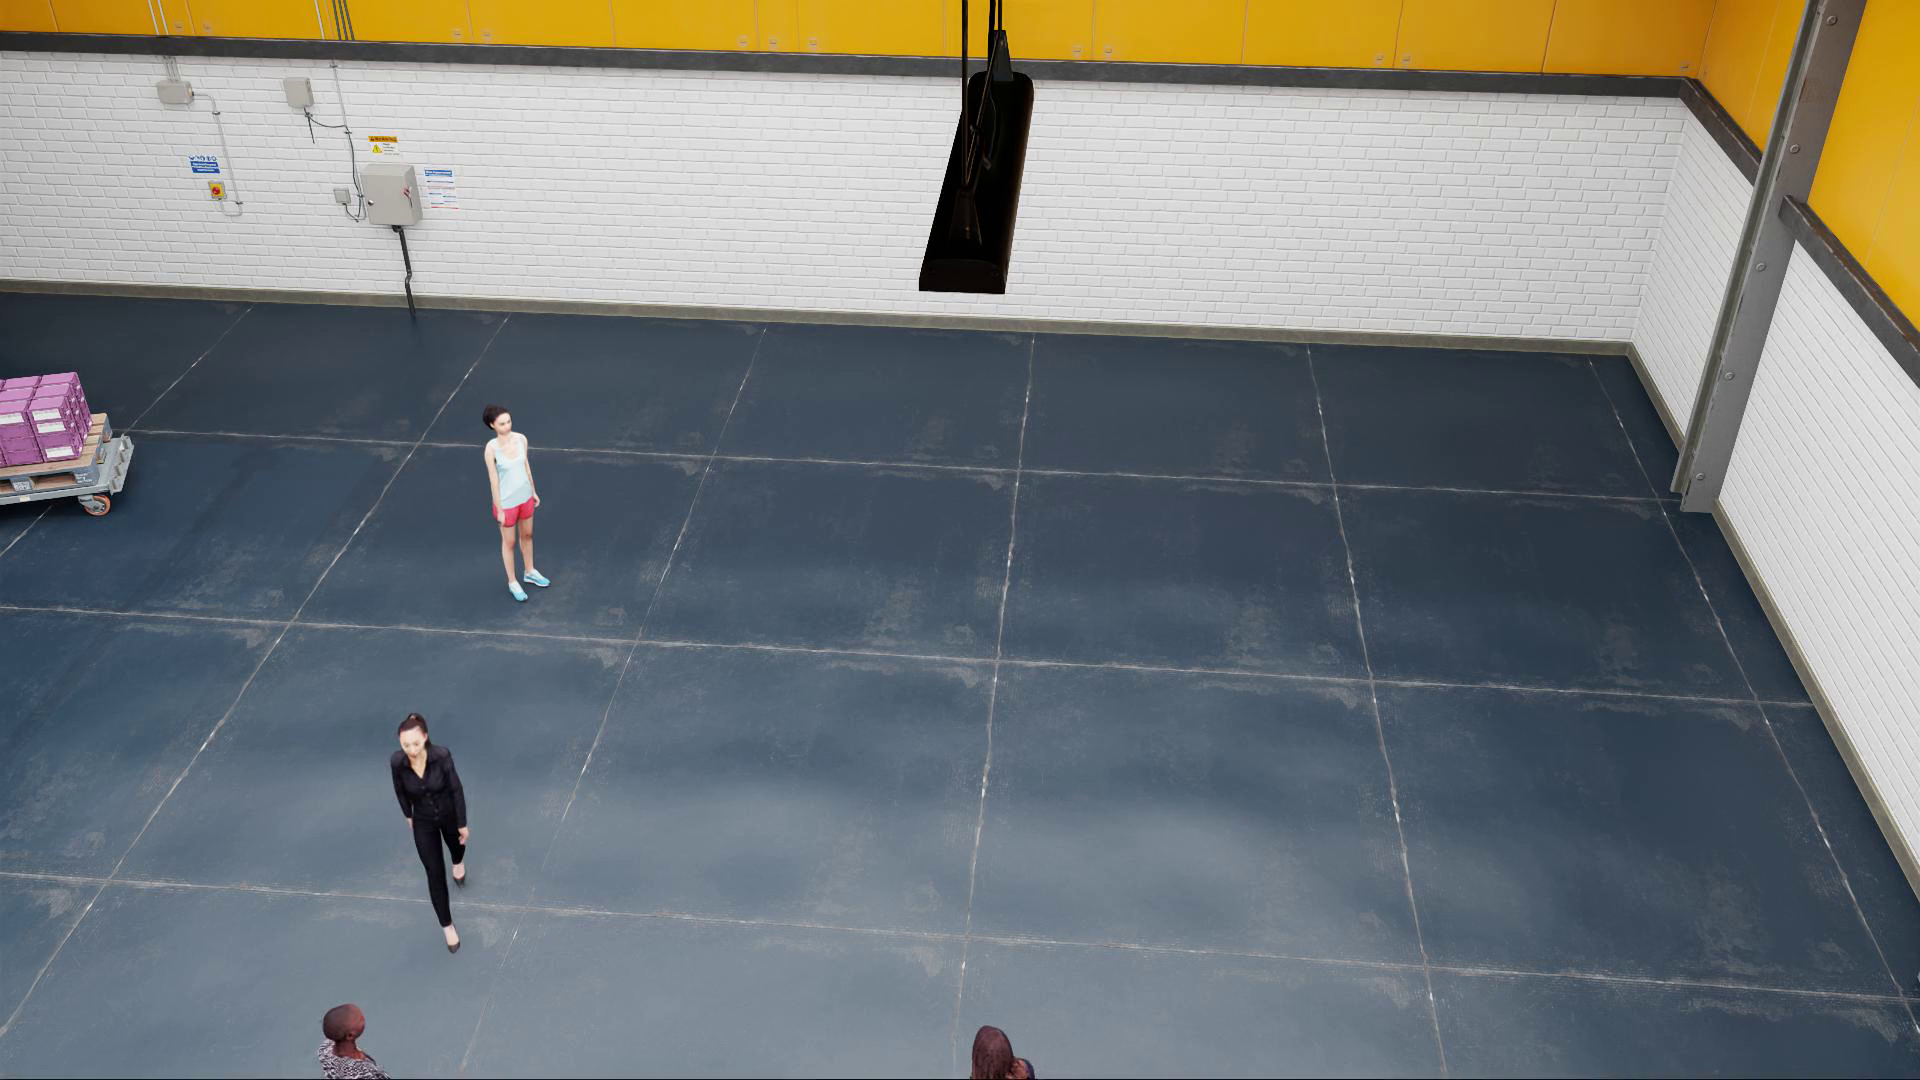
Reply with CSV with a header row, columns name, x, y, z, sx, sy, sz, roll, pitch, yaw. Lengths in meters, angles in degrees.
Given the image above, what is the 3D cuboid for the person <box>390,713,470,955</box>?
name,x,y,z,sx,sy,sz,roll,pitch,yaw
person,-3.380,1.788,10.820,0.827,1.663,1.136,-8,34,-12

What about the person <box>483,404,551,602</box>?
name,x,y,z,sx,sy,sz,roll,pitch,yaw
person,-3.737,-0.334,13.920,0.758,1.765,0.681,25,41,32

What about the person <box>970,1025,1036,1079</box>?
name,x,y,z,sx,sy,sz,roll,pitch,yaw
person,0.221,3.195,8.770,0.869,1.589,0.939,-22,40,-30

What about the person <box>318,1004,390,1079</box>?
name,x,y,z,sx,sy,sz,roll,pitch,yaw
person,-3.129,3.162,8.669,1.056,1.756,1.221,26,41,33
